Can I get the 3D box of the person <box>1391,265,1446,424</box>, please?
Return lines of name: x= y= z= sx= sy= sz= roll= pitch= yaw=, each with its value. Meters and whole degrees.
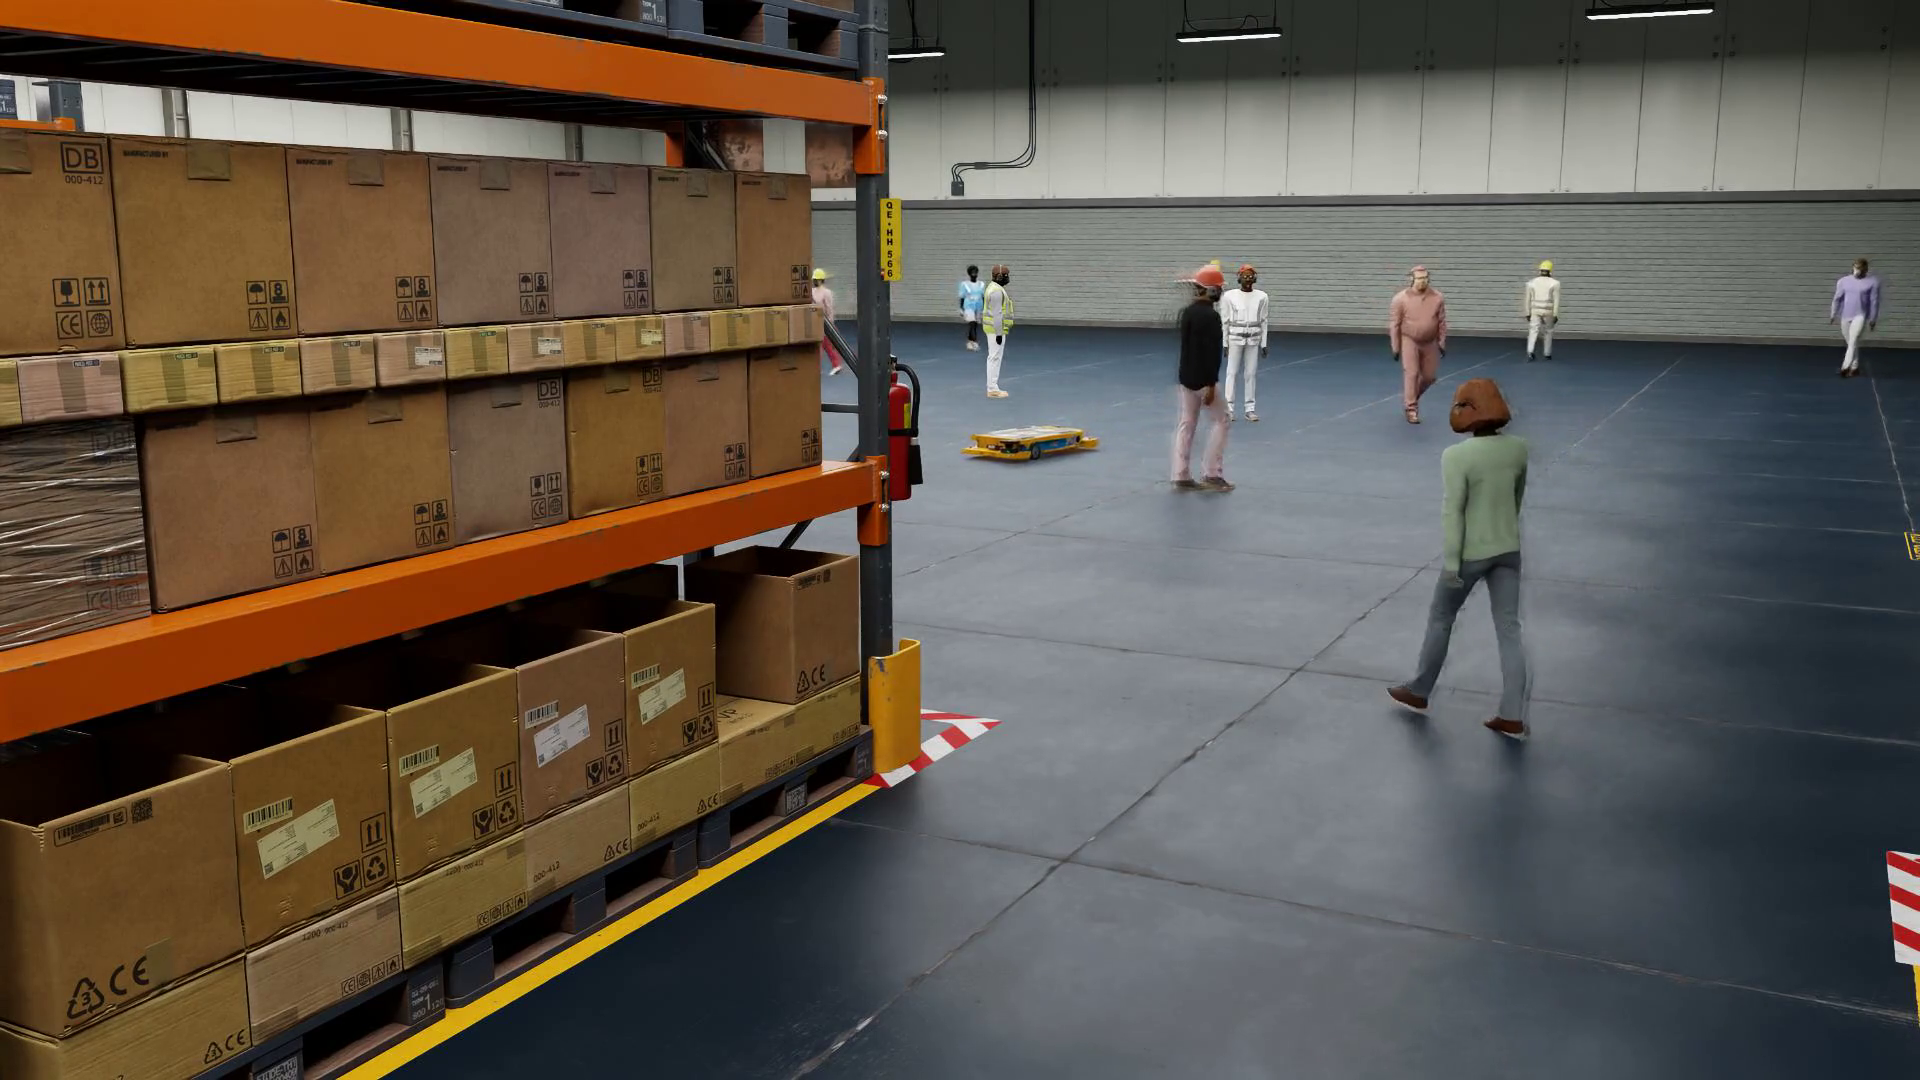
person: x=5.508 y=-2.363 z=20.043 sx=0.661 sy=1.887 sz=0.628 roll=-1 pitch=10 yaw=-7

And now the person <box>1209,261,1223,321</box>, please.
person: x=5.385 y=-5.101 z=35.506 sx=0.486 sy=1.695 sz=0.908 roll=-8 pitch=13 yaw=-36

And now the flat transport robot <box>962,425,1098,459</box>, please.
flat transport robot: x=0.731 y=-1.015 z=17.109 sx=0.652 sy=0.197 sz=1.431 roll=9 pitch=14 yaw=40

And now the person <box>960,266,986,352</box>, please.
person: x=0.254 y=-4.499 z=32.332 sx=0.536 sy=1.655 sz=0.852 roll=-5 pitch=11 yaw=-24

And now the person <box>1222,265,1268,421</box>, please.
person: x=3.441 y=-2.377 z=20.136 sx=0.573 sy=1.883 sz=0.355 roll=-1 pitch=10 yaw=-5

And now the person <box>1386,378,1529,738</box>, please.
person: x=2.332 y=0.062 z=7.621 sx=0.520 sy=1.601 sz=0.804 roll=-4 pitch=11 yaw=-22

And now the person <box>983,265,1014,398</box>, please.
person: x=0.531 y=-2.886 z=23.063 sx=0.430 sy=1.836 sz=0.628 roll=0 pitch=10 yaw=-3

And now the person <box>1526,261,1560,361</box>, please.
person: x=10.382 y=-4.083 z=29.681 sx=0.602 sy=1.799 sz=0.902 roll=7 pitch=13 yaw=35

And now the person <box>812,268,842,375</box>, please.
person: x=-2.196 y=-3.462 z=26.499 sx=0.911 sy=1.722 sz=0.525 roll=-9 pitch=14 yaw=-41

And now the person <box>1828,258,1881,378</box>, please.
person: x=14.170 y=-3.511 z=26.345 sx=1.045 sy=1.887 sz=0.627 roll=-8 pitch=13 yaw=-39

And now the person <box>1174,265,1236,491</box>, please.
person: x=2.175 y=-1.406 z=14.567 sx=0.665 sy=1.970 sz=0.625 roll=-4 pitch=11 yaw=-23
